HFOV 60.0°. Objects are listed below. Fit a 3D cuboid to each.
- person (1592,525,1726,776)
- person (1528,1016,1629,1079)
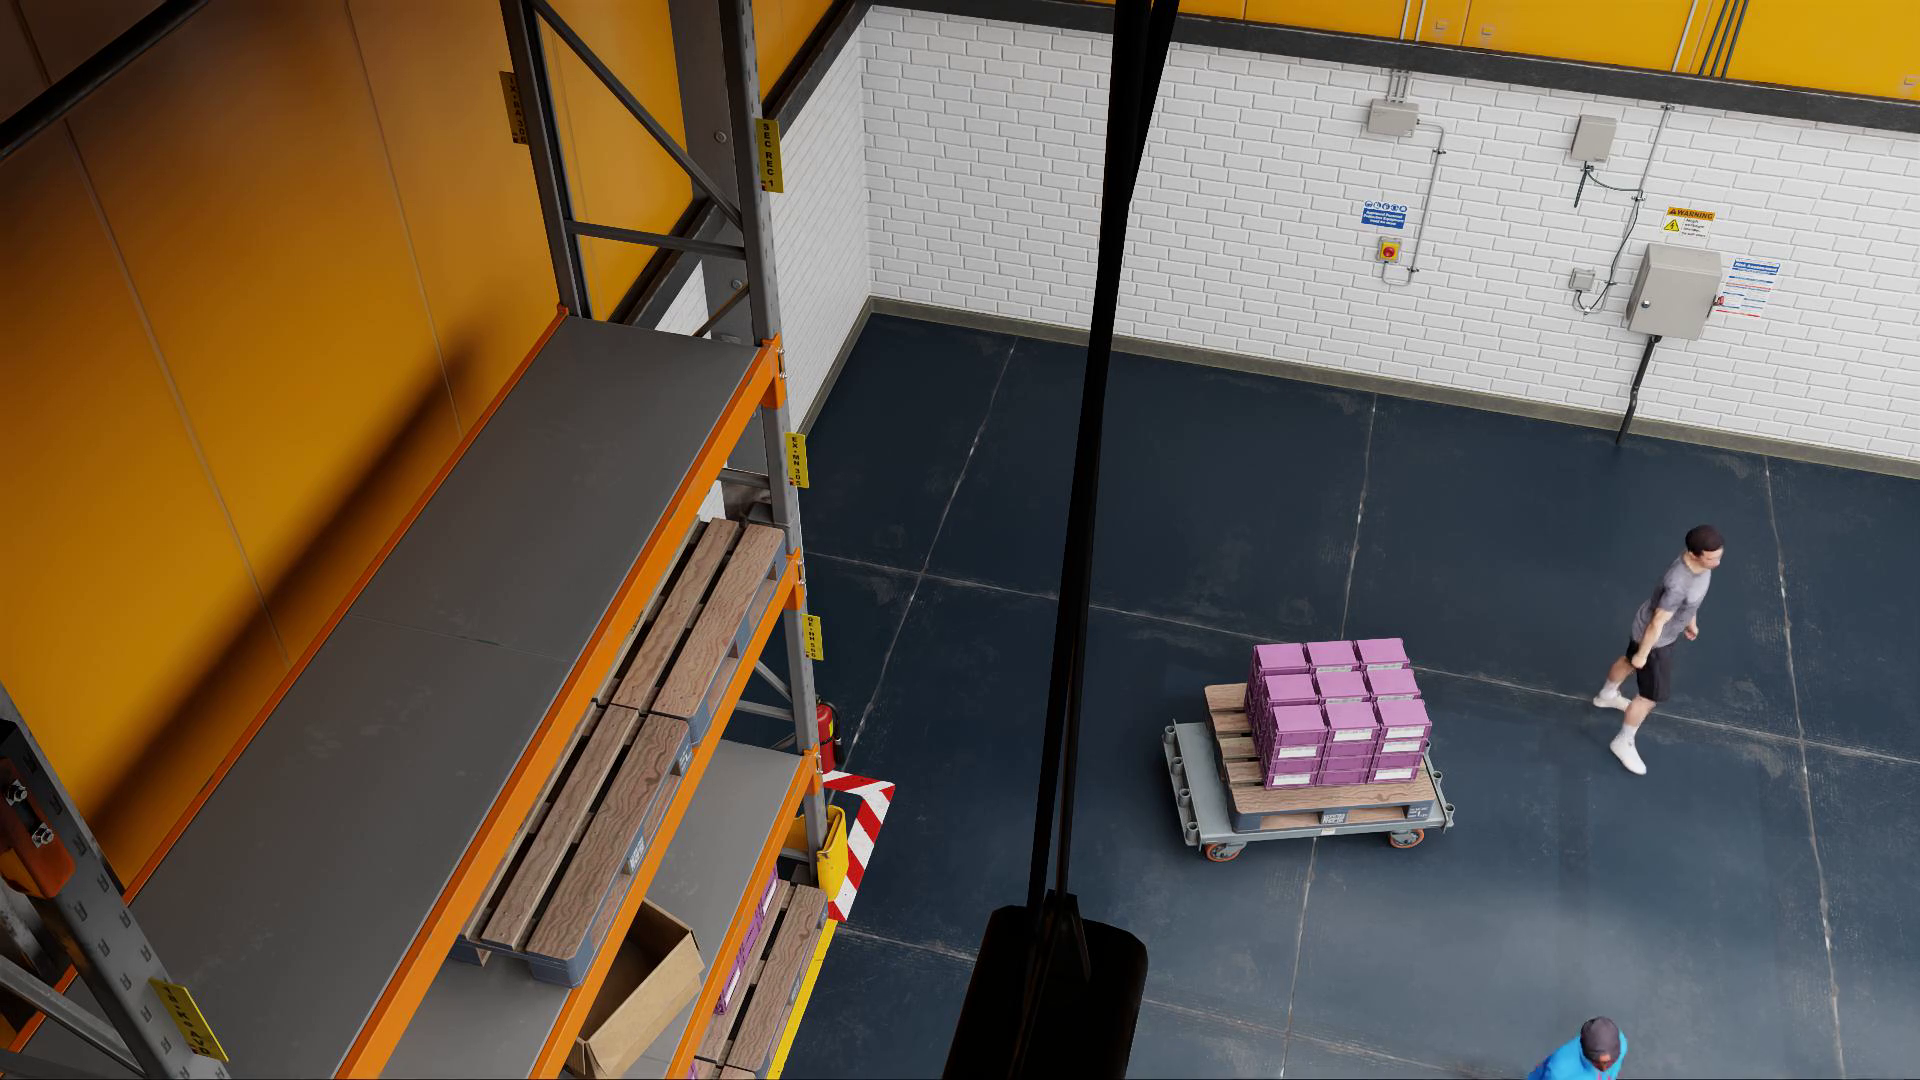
[{"bbox_3d":[4.299,0.534,10.376,0.959,1.850,0.838,18,46,18],"label":"person"},{"bbox_3d":[2.929,2.693,8.172,0.779,1.764,0.830,-22,48,-22],"label":"person"}]
